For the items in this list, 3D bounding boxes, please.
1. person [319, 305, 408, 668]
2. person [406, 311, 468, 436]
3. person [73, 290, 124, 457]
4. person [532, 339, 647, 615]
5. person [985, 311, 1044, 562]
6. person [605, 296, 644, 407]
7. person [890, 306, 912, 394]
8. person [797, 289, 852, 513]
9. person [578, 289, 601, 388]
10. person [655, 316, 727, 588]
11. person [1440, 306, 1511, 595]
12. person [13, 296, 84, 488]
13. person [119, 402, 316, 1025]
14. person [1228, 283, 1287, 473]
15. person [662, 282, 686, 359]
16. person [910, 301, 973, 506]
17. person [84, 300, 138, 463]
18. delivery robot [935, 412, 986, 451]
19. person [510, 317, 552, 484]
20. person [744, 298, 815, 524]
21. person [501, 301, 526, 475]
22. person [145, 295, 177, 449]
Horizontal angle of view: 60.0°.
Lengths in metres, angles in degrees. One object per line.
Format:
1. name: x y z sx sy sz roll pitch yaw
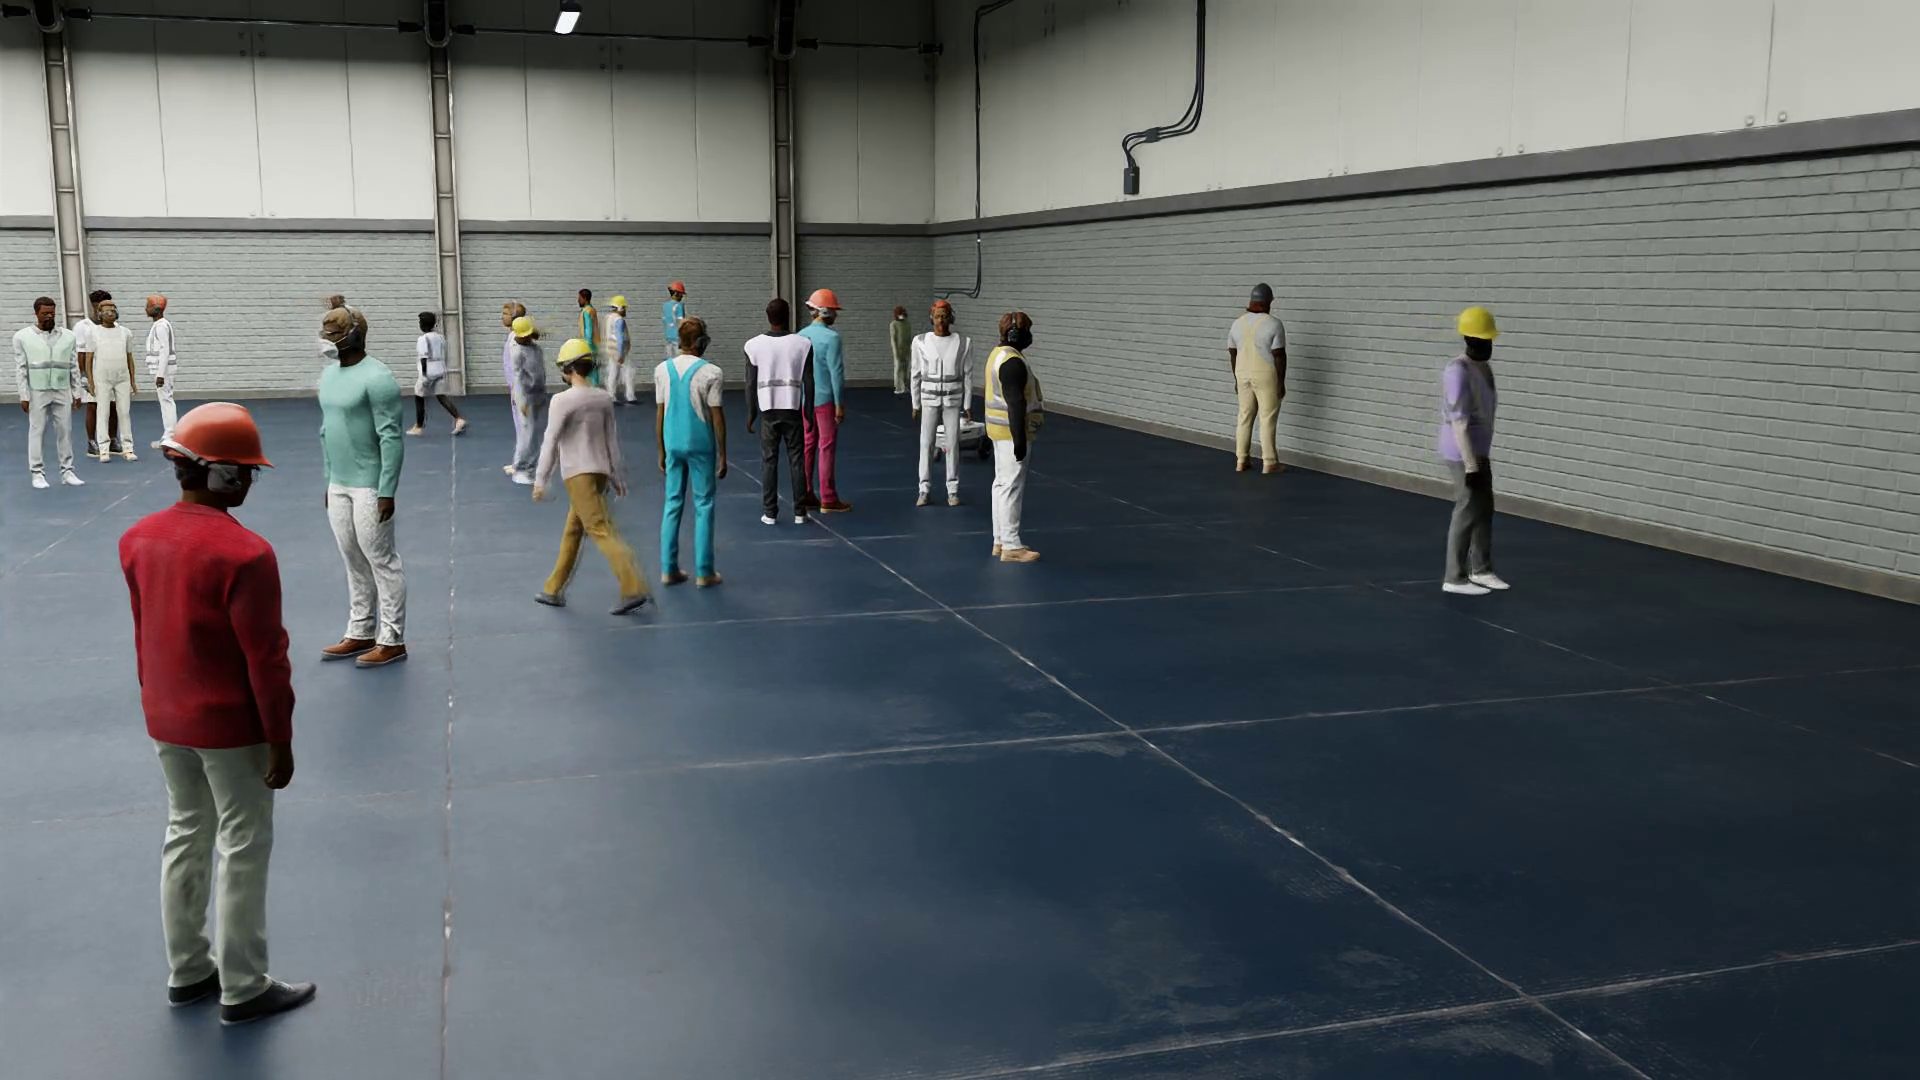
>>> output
1. person: -3.222 -0.284 8.945 0.630 1.938 0.369 7 11 39
2. person: -6.954 -2.198 22.033 0.816 1.663 0.536 2 9 14
3. person: -10.082 -1.956 19.557 0.379 1.958 0.606 4 10 25
4. person: -2.333 -0.393 10.385 0.919 1.709 0.611 5 10 27
5. person: 0.404 -0.765 12.321 0.429 1.842 0.634 -1 9 -9
6. person: -5.449 -3.055 27.037 0.720 1.804 0.622 -5 10 -29
7. person: -1.003 -3.451 30.237 0.334 1.597 0.672 8 12 41
8. person: -1.237 -1.240 14.871 0.392 1.991 0.613 -9 12 -43
9. person: -6.336 -3.335 28.474 0.372 1.916 0.596 -1 9 -6
10. person: -1.812 -0.586 11.220 0.521 1.833 0.339 3 9 18
11. person: 3.403 -0.589 11.011 0.396 1.916 0.638 6 11 35
12. person: -9.121 -1.475 16.652 0.395 1.910 0.586 7 12 40
13. person: -2.065 0.485 4.675 0.573 1.739 0.351 5 10 27
14. person: 3.261 -1.744 17.931 0.688 2.000 0.538 9 12 44
15. person: -5.044 -3.577 29.653 0.392 2.033 0.605 -8 12 -43
16. person: -0.166 -1.249 15.278 0.575 1.883 0.362 0 9 -1
17. person: -9.652 -1.804 18.935 0.507 1.846 0.344 -7 11 -39
18. delivery robot: -0.006 -1.225 19.046 0.477 0.478 0.707 5 10 31
19. person: -4.398 -1.420 16.973 0.351 1.700 0.532 2 9 15
20. person: -1.525 -1.084 14.124 0.589 1.915 0.399 -1 9 -6
21. person: -4.719 -1.613 17.718 0.345 1.847 0.507 -3 9 -18
22. person: -9.815 -2.058 20.436 0.355 1.885 0.574 -5 10 -27
